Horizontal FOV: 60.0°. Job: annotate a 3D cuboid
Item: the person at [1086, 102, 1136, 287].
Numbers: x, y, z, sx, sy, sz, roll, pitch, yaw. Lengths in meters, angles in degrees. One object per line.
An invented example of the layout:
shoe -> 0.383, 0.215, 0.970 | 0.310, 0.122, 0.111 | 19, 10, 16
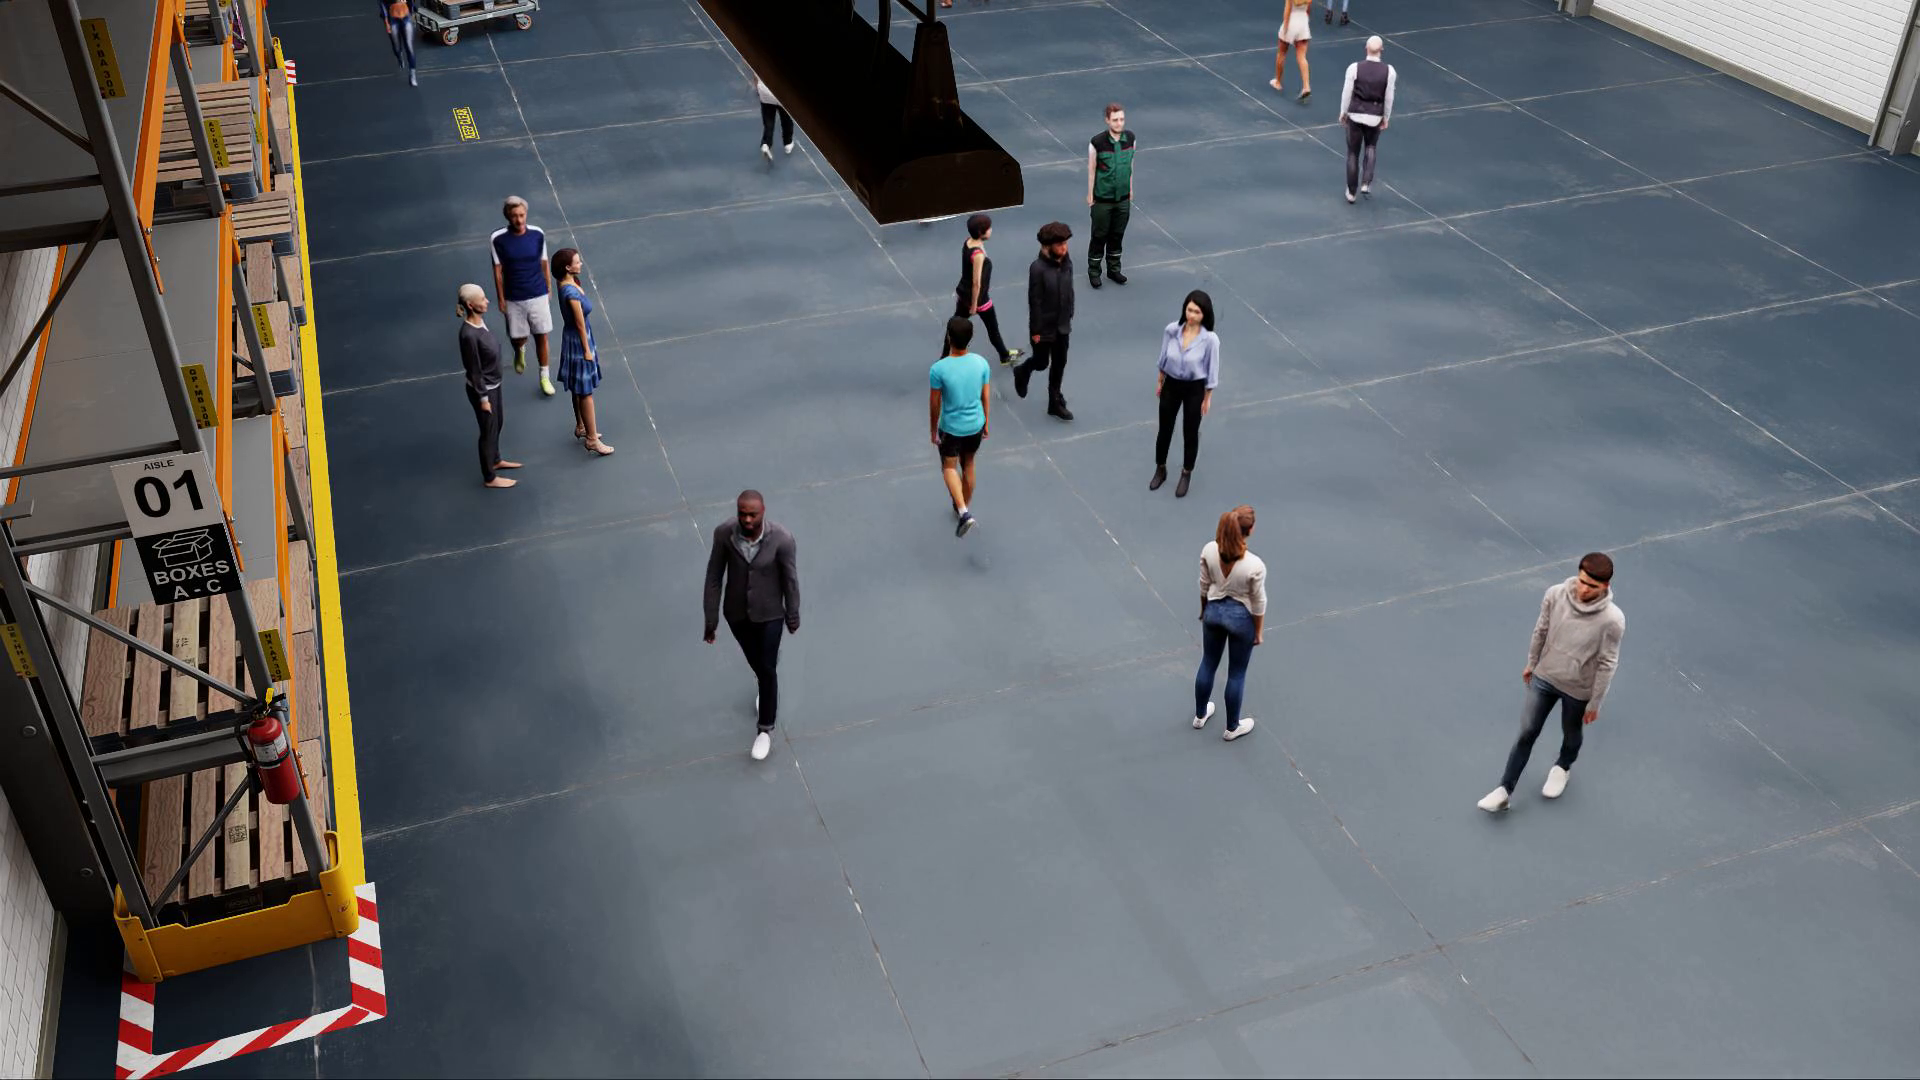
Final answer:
person -> 1.485, -3.394, 16.315 | 0.639, 1.841, 0.563 | -12, 36, -18

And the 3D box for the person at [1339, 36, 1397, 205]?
person -> 4.390, -4.522, 18.038 | 0.787, 1.812, 0.778 | 1, 34, 2

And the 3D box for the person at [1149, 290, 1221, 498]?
person -> 1.793, -1.180, 13.071 | 0.716, 1.743, 0.790 | 17, 37, 23

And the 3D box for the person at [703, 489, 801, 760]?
person -> -1.300, 0.425, 10.630 | 1.069, 1.773, 1.212 | 7, 34, 10

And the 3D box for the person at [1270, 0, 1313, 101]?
person -> 4.282, -6.403, 21.002 | 0.637, 1.663, 1.121 | -8, 34, -12

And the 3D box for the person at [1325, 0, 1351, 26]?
person -> 5.464, -8.269, 23.759 | 0.660, 1.719, 0.700 | 11, 35, 16

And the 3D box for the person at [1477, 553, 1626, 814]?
person -> 3.698, 0.818, 9.993 | 1.139, 1.824, 1.070 | 27, 42, 35

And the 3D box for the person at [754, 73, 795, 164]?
person -> -2.136, -5.180, 19.161 | 0.942, 1.664, 1.139 | 3, 34, 5

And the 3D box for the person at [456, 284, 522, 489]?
person -> -3.782, -1.240, 13.179 | 0.723, 1.725, 0.545 | -3, 34, -5

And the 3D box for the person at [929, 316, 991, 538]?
person -> 0.044, -0.803, 12.491 | 0.649, 1.758, 0.925 | -9, 35, -13

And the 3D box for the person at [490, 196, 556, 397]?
person -> -3.808, -2.159, 14.469 | 0.686, 1.828, 0.872 | -15, 36, -21

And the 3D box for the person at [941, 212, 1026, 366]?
person -> 0.048, -2.152, 14.747 | 0.636, 1.507, 0.975 | -13, 36, -19

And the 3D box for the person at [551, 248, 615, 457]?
person -> -3.093, -1.540, 13.556 | 0.754, 1.806, 0.545 | -16, 37, -23

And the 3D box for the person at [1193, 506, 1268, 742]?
person -> 1.704, 0.519, 10.537 | 0.647, 1.720, 0.752 | 23, 40, 30

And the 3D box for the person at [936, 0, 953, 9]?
person -> -0.208, -8.686, 24.423 | 0.728, 1.679, 0.629 | 4, 34, 6

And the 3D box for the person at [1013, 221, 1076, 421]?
person -> 0.716, -1.876, 14.097 | 0.778, 1.768, 0.988 | -22, 39, -29

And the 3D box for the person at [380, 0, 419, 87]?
person -> -7.255, -6.706, 21.509 | 0.655, 1.607, 0.807 | -15, 36, -21
